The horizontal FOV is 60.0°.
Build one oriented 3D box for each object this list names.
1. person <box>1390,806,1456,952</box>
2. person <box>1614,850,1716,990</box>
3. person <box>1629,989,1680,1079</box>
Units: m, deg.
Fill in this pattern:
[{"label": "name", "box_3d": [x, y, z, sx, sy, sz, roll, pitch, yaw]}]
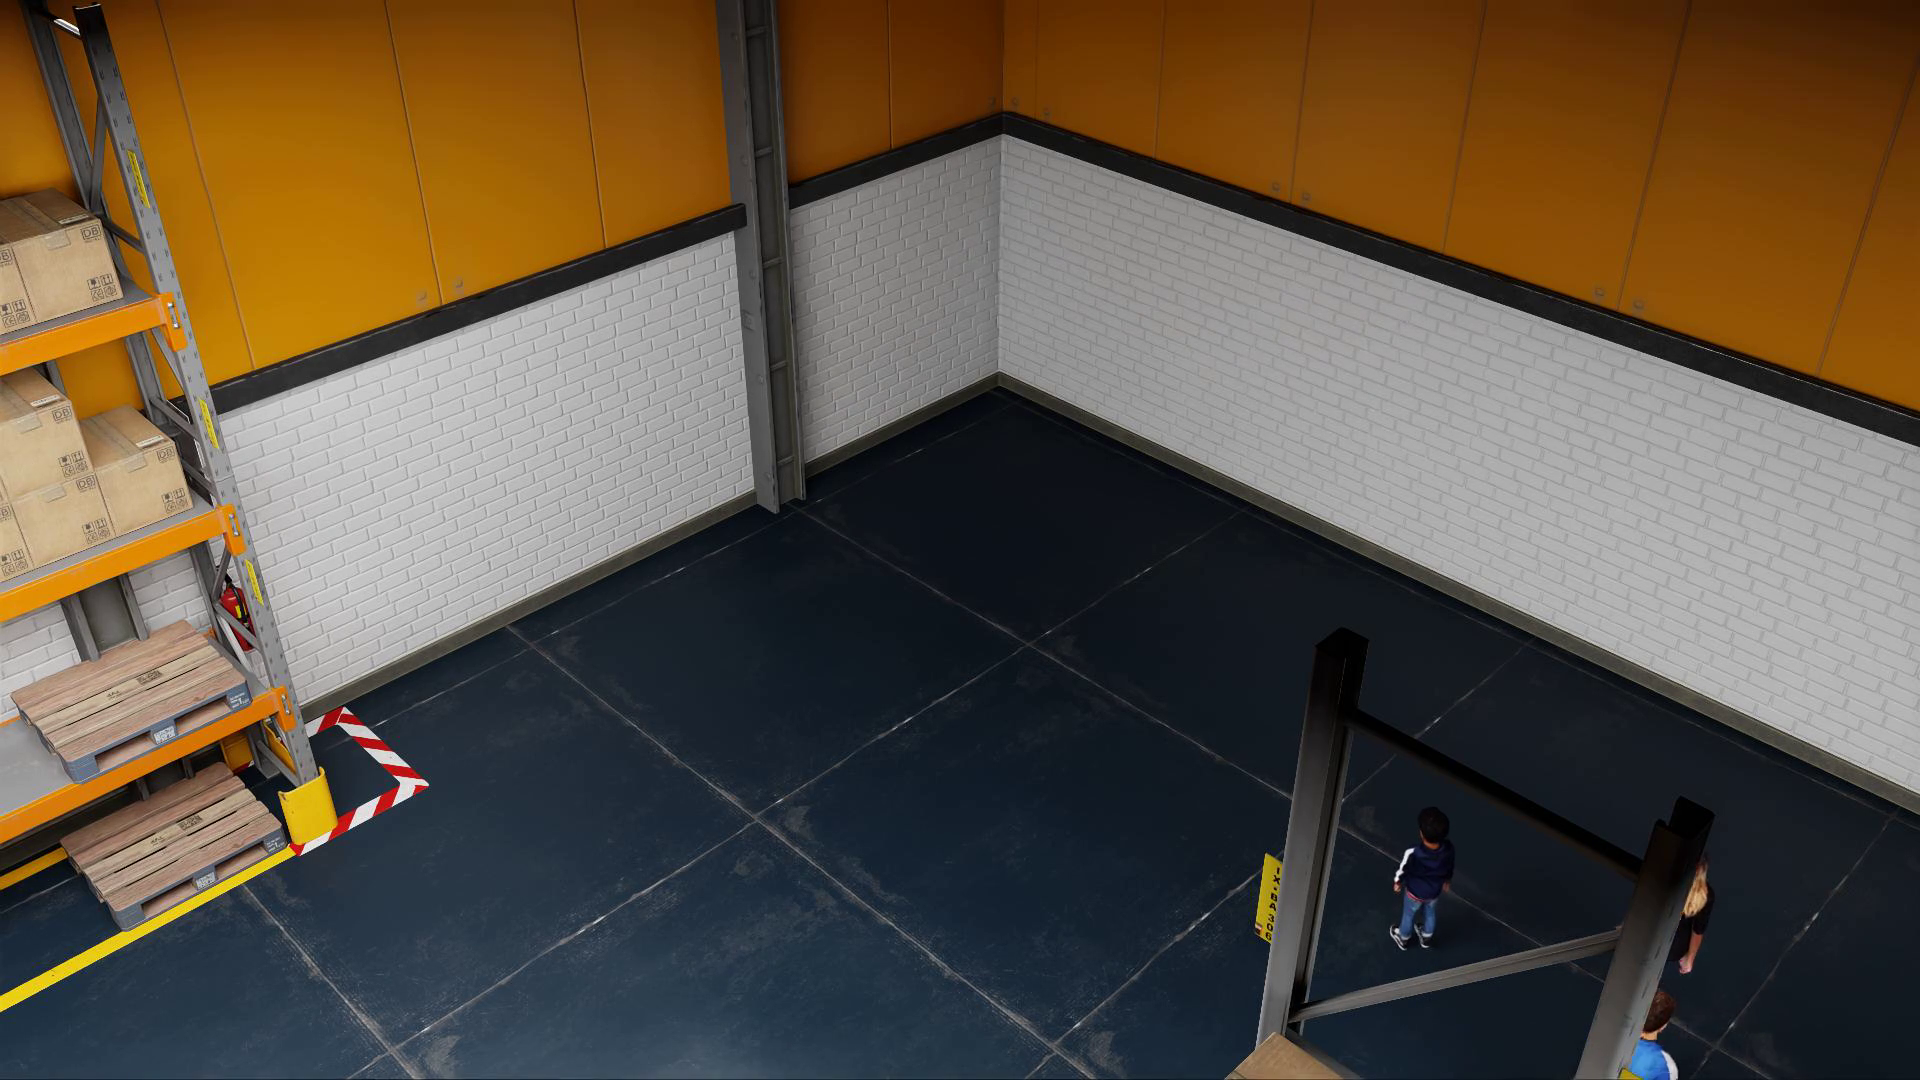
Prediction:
[{"label": "person", "box_3d": [3.070, 2.267, 10.972, 0.613, 1.223, 0.689, -4, 34, -6]}, {"label": "person", "box_3d": [4.279, 2.581, 10.139, 1.041, 1.621, 1.084, -1, 34, -1]}, {"label": "person", "box_3d": [3.545, 3.149, 9.077, 1.002, 1.852, 0.803, -17, 37, -24]}]
